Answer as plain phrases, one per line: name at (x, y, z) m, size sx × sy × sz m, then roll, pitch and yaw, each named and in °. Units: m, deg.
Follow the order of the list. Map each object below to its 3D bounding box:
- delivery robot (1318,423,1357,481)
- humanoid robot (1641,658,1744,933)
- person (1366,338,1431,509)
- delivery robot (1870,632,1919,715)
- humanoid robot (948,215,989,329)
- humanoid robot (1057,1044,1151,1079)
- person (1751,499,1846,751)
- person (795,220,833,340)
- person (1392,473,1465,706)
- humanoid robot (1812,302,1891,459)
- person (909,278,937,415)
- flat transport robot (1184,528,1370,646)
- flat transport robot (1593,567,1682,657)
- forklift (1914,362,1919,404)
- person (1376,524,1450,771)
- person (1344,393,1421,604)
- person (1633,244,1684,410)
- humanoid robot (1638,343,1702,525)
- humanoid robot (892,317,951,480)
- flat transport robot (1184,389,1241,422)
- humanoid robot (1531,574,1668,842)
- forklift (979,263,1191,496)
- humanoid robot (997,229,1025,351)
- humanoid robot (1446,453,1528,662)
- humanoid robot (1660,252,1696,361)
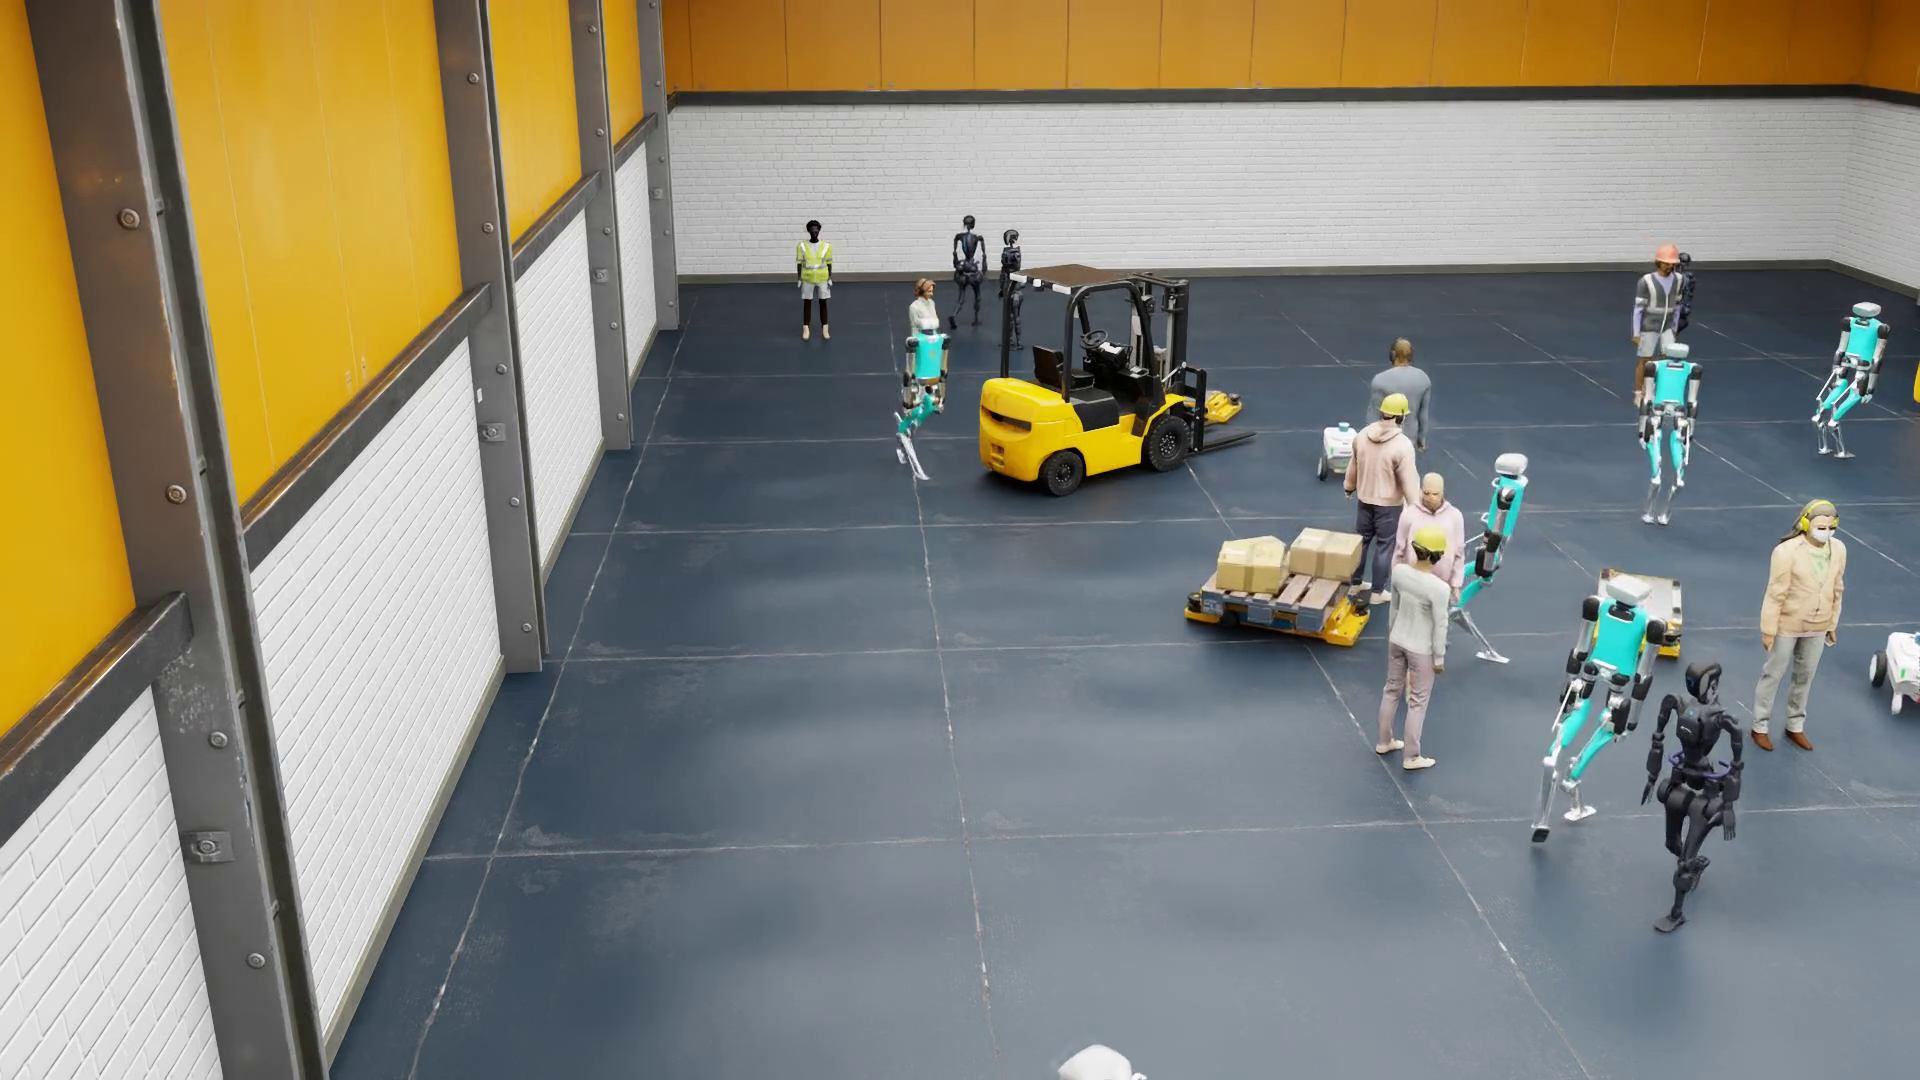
delivery robot at (4.089, -0.947, 17.797) m, size 0.499 × 0.598 × 0.801 m, roll 2°, pitch 20°, yaw 6°
humanoid robot at (4.325, 1.443, 9.714) m, size 0.729 × 1.633 × 0.609 m, roll -13°, pitch 24°, yaw -32°
person at (4.222, -0.989, 15.997) m, size 0.624 × 1.891 × 0.943 m, roll -8°, pitch 22°, yaw -22°
delivery robot at (7.211, 0.983, 12.549) m, size 0.499 × 0.604 × 0.808 m, roll 8°, pitch 21°, yaw 20°
humanoid robot at (0.096, -3.908, 24.279) m, size 0.599 × 1.639 × 0.690 m, roll 11°, pitch 23°, yaw 28°
humanoid robot at (0.337, 2.626, 6.409) m, size 1.040 × 1.773 × 0.547 m, roll 18°, pitch 27°, yaw 40°
person at (5.894, 0.590, 11.713) m, size 0.562 × 1.868 × 0.395 m, roll -2°, pitch 20°, yaw -6°
person at (-2.061, -3.692, 23.609) m, size 0.534 × 1.699 × 0.318 m, roll -2°, pitch 20°, yaw -6°
person at (3.555, 0.303, 12.670) m, size 0.514 × 1.739 × 0.953 m, roll 2°, pitch 20°, yaw 4°
humanoid robot at (9.509, -1.700, 17.933) m, size 0.735 × 1.677 × 0.533 m, roll -10°, pitch 23°, yaw -26°
person at (-0.441, -2.325, 19.970) m, size 0.308 × 1.639 × 0.514 m, roll 10°, pitch 22°, yaw 25°
flat transport robot at (2.675, 0.587, 14.029) m, size 1.431 × 0.231 × 0.659 m, roll 9°, pitch 22°, yaw 24°
flat transport robot at (5.709, 0.596, 14.005) m, size 0.659 × 0.231 × 1.431 m, roll 8°, pitch 22°, yaw 20°
forklift at (12.602, -2.435, 19.475) m, size 2.313 × 2.155 × 1.214 m, roll -1°, pitch 20°, yaw -4°
person at (3.161, 0.728, 11.489) m, size 0.343 × 1.761 × 0.525 m, roll -11°, pitch 23°, yaw -27°
person at (3.609, -0.351, 14.286) m, size 0.433 × 1.856 × 0.818 m, roll -15°, pitch 25°, yaw -36°
person at (8.392, -2.547, 20.011) m, size 0.640 × 2.028 × 0.451 m, roll -4°, pitch 21°, yaw -11°
humanoid robot at (6.890, -0.977, 16.169) m, size 0.531 × 1.768 × 0.810 m, roll 5°, pitch 21°, yaw 12°
humanoid robot at (-0.527, -1.536, 17.759) m, size 0.561 × 1.815 × 0.884 m, roll -13°, pitch 24°, yaw -32°
flat transport robot at (2.630, -1.674, 20.188) m, size 1.431 × 0.231 × 0.659 m, roll 10°, pitch 22°, yaw 24°
humanoid robot at (3.896, 1.150, 10.420) m, size 0.574 × 1.768 × 1.015 m, roll 19°, pitch 27°, yaw 42°
forklift at (1.315, -1.764, 17.646) m, size 2.313 × 2.155 × 1.214 m, roll -14°, pitch 24°, yaw -33°
humanoid robot at (0.717, -3.465, 23.004) m, size 0.315 × 1.657 × 0.599 m, roll -8°, pitch 22°, yaw -20°
humanoid robot at (3.992, 0.108, 13.243) m, size 0.913 × 1.768 × 0.573 m, roll 14°, pitch 24°, yaw 34°
humanoid robot at (9.290, -2.899, 21.575) m, size 0.599 × 1.655 × 0.750 m, roll -8°, pitch 22°, yaw -21°
